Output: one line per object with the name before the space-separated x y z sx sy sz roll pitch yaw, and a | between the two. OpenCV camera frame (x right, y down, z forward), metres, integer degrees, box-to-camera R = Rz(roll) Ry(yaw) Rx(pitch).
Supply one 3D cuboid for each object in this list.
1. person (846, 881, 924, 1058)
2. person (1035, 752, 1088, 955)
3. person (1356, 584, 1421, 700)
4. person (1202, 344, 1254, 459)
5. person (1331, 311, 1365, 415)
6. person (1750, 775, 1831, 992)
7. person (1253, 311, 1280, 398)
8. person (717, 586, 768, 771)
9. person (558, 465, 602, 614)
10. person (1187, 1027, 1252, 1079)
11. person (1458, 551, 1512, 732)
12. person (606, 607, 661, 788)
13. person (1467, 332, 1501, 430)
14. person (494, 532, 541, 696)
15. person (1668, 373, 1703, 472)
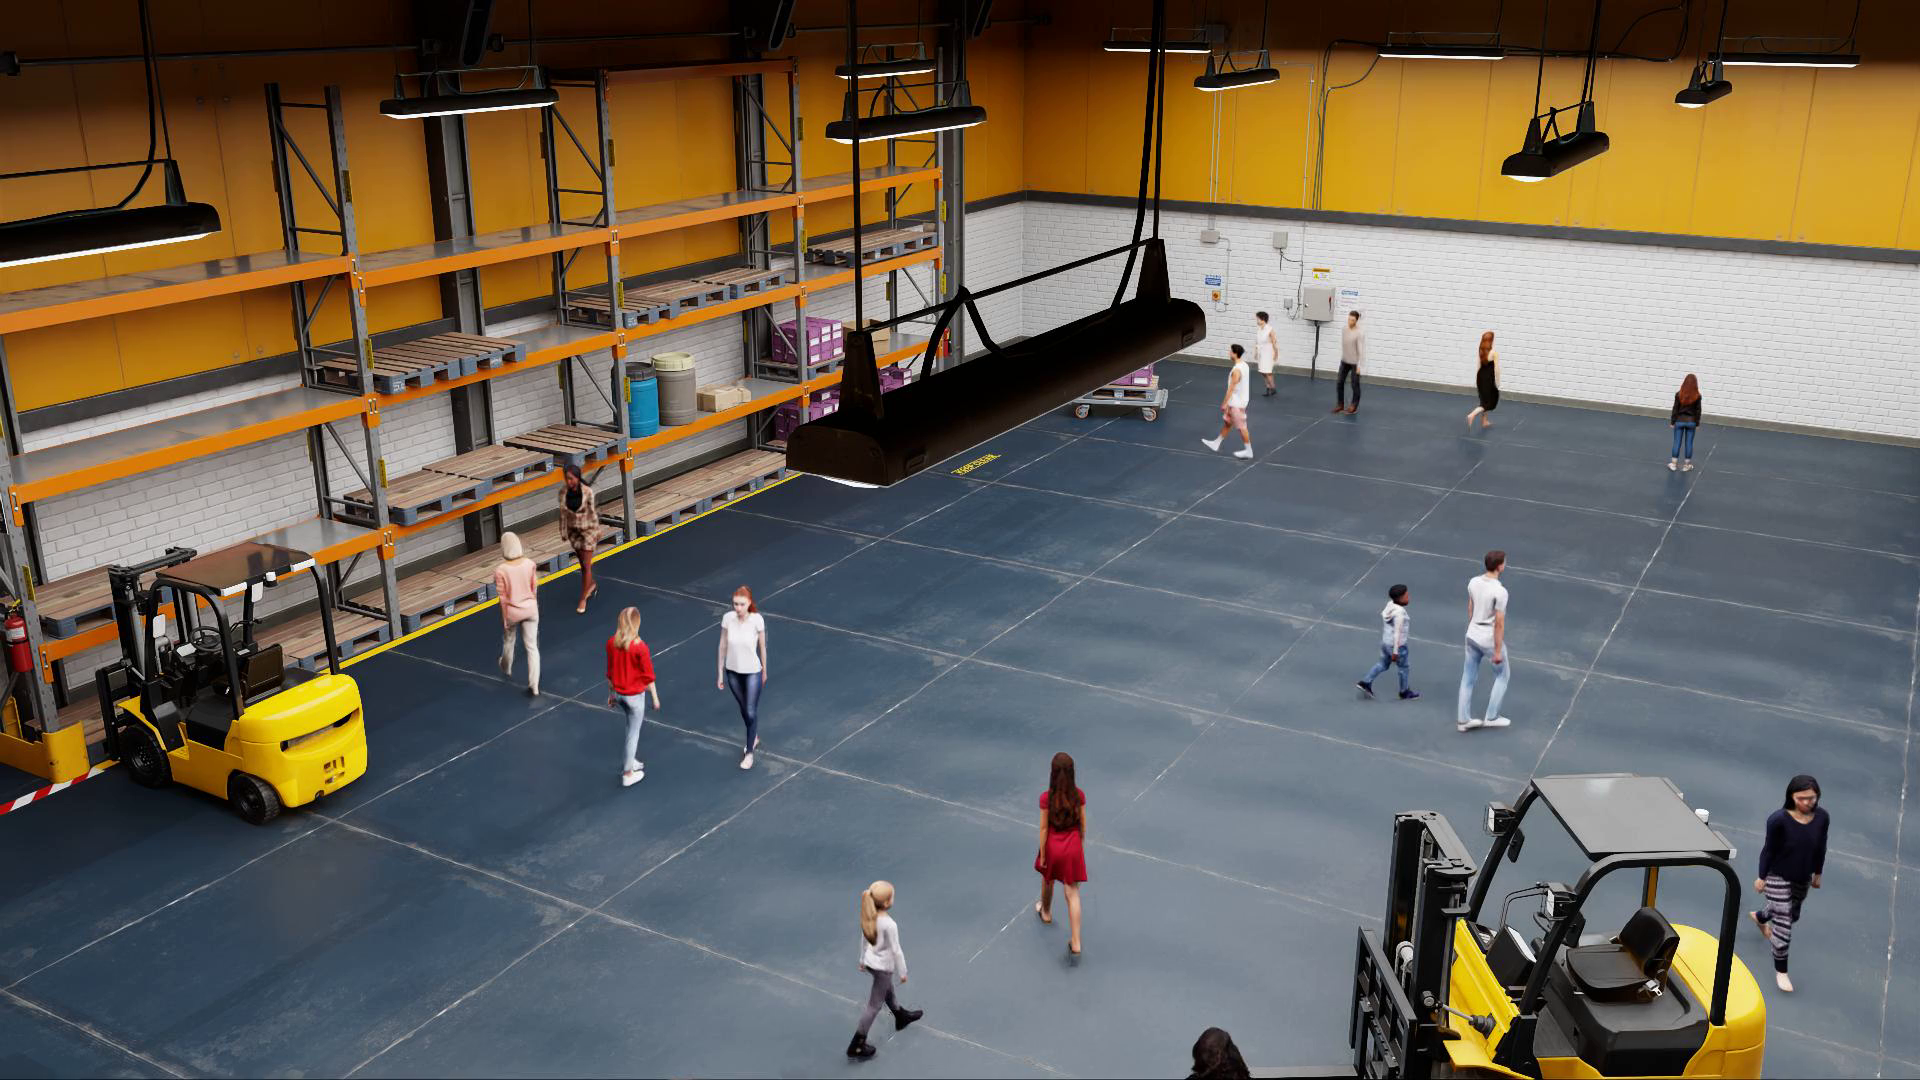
person | -0.593 2.930 11.301 0.975 1.250 0.737 -13 23 -35
person | 0.790 2.399 12.528 0.995 1.471 1.093 -3 19 -10
person | 4.355 1.036 16.922 0.847 1.250 0.852 -2 19 -7
person | 4.328 -2.084 25.409 0.810 1.747 1.035 8 20 22
person | 6.616 -2.987 27.987 0.872 1.814 0.797 -14 23 -37
person | 6.019 2.406 12.167 0.997 1.690 1.125 -3 19 -9
person | 5.436 -3.257 29.242 0.736 1.523 0.703 -16 24 -39
person | -1.998 1.227 15.642 0.747 1.706 1.022 4 19 12
person | -4.393 -0.058 19.399 0.786 1.744 1.020 4 19 13
person | 1.391 3.489 9.125 0.672 1.579 0.678 -11 22 -30
person | 5.008 1.007 16.093 0.934 1.835 0.874 -10 21 -27
person | -3.029 1.444 15.023 0.626 1.690 0.590 11 21 29
person | 8.525 -2.576 27.091 1.011 1.607 0.863 -10 21 -28
person | -4.475 0.774 17.021 1.097 1.684 1.027 -10 21 -28
person | 10.863 -1.770 24.890 0.592 1.483 0.546 7 20 20
